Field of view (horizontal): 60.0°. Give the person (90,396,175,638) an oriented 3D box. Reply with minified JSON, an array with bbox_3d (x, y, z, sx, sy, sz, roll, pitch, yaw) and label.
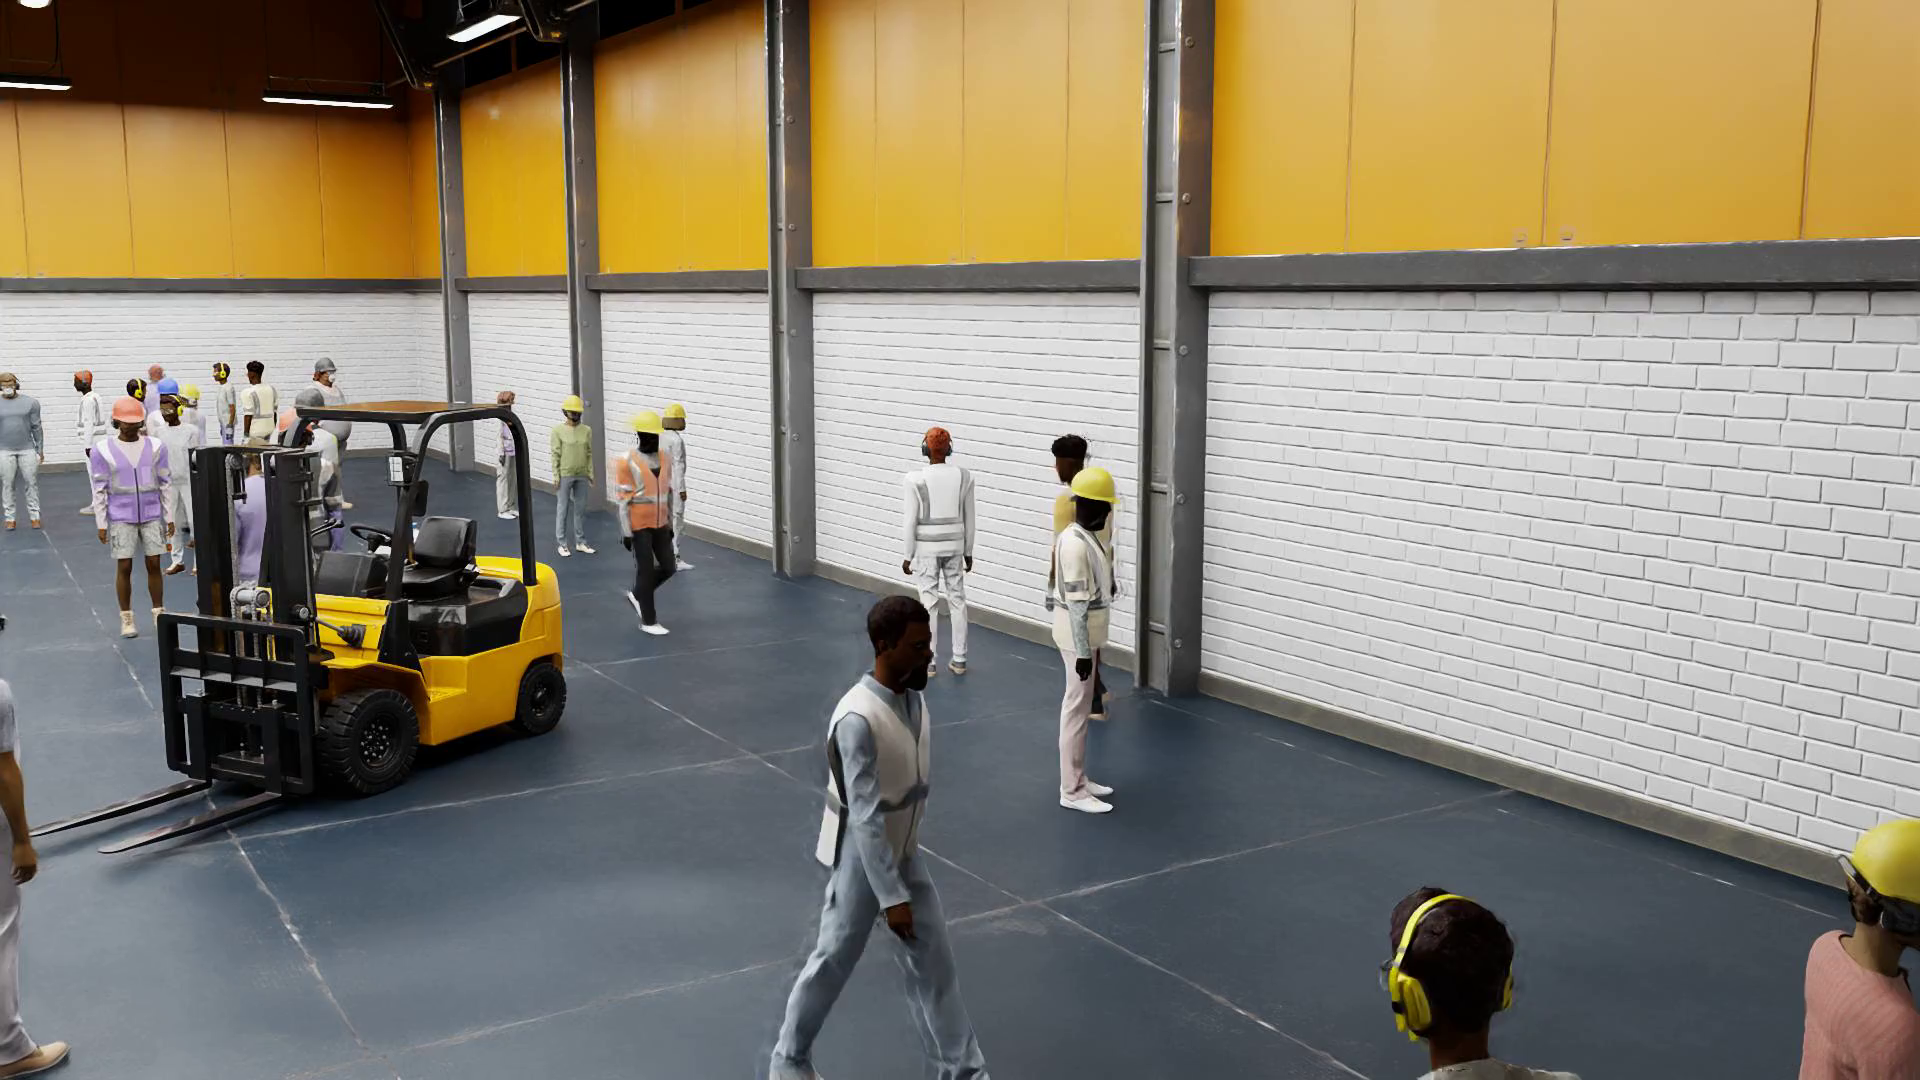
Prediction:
[{"bbox_3d":[-6.907,-0.191,13.935,0.611,2.032,0.411,-7,11,-39],"label":"person"}]

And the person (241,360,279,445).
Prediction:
[{"bbox_3d":[-9.613,-1.480,22.827,0.367,1.966,0.606,3,9,20],"label":"person"}]

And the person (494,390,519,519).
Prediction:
[{"bbox_3d":[-5.794,-1.093,21.294,0.306,1.645,0.523,1,9,7],"label":"person"}]

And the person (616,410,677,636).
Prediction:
[{"bbox_3d":[-2.650,-0.152,14.043,0.513,1.909,0.611,6,11,37],"label":"person"}]

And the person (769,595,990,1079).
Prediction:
[{"bbox_3d":[-0.247,1.111,5.721,1.023,1.868,0.590,4,9,24],"label":"person"}]

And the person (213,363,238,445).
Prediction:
[{"bbox_3d":[-10.780,-1.667,24.417,0.314,1.869,0.537,-6,10,-33],"label":"person"}]

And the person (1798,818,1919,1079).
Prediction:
[{"bbox_3d":[2.006,1.465,3.689,0.345,1.758,0.532,2,9,11],"label":"person"}]

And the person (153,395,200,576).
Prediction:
[{"bbox_3d":[-7.972,-0.558,16.982,0.512,1.861,0.325,1,8,4],"label":"person"}]

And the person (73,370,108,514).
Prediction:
[{"bbox_3d":[-11.378,-1.281,21.789,0.359,1.880,0.575,-3,9,-18],"label":"person"}]

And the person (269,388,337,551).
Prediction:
[{"bbox_3d":[-5.953,-0.397,15.276,0.686,2.000,0.536,3,9,19],"label":"person"}]

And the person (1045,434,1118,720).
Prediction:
[{"bbox_3d":[0.797,0.254,11.212,0.492,1.938,0.634,6,10,33],"label":"person"}]

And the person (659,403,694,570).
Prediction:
[{"bbox_3d":[-2.982,-0.558,17.401,0.326,1.737,0.488,-5,10,-32],"label":"person"}]

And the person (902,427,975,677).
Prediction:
[{"bbox_3d":[-0.162,0.091,12.523,0.574,1.882,0.358,-3,9,-21],"label":"person"}]

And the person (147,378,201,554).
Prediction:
[{"bbox_3d":[-8.691,-0.817,18.417,0.391,1.949,0.602,6,10,34],"label":"person"}]

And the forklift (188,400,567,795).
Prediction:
[{"bbox_3d":[-3.529,0.258,10.348,1.214,2.155,2.313,4,9,25],"label":"forklift"}]

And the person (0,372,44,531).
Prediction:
[{"bbox_3d":[-11.503,-1.075,20.243,0.635,1.929,0.382,-5,10,-31],"label":"person"}]

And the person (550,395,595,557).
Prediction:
[{"bbox_3d":[-4.253,-0.709,18.305,0.311,1.769,0.522,8,12,43],"label":"person"}]

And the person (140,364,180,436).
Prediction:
[{"bbox_3d":[-11.416,-1.579,23.797,0.631,1.879,0.858,-3,9,-18],"label":"person"}]

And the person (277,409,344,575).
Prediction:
[{"bbox_3d":[-4.892,0.045,12.350,0.601,2.035,0.417,-5,10,-28],"label":"person"}]

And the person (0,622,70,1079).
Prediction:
[{"bbox_3d":[-3.588,1.067,6.065,0.515,1.843,0.326,4,9,23],"label":"person"}]

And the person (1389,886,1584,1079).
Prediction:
[{"bbox_3d":[0.868,1.518,3.049,0.550,1.836,0.782,-2,9,-12],"label":"person"}]

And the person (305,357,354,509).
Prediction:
[{"bbox_3d":[-8.317,-1.395,22.006,0.538,2.000,0.684,2,9,15],"label":"person"}]

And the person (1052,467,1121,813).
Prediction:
[{"bbox_3d":[0.706,0.548,9.308,0.371,1.923,0.586,1,8,7],"label":"person"}]
